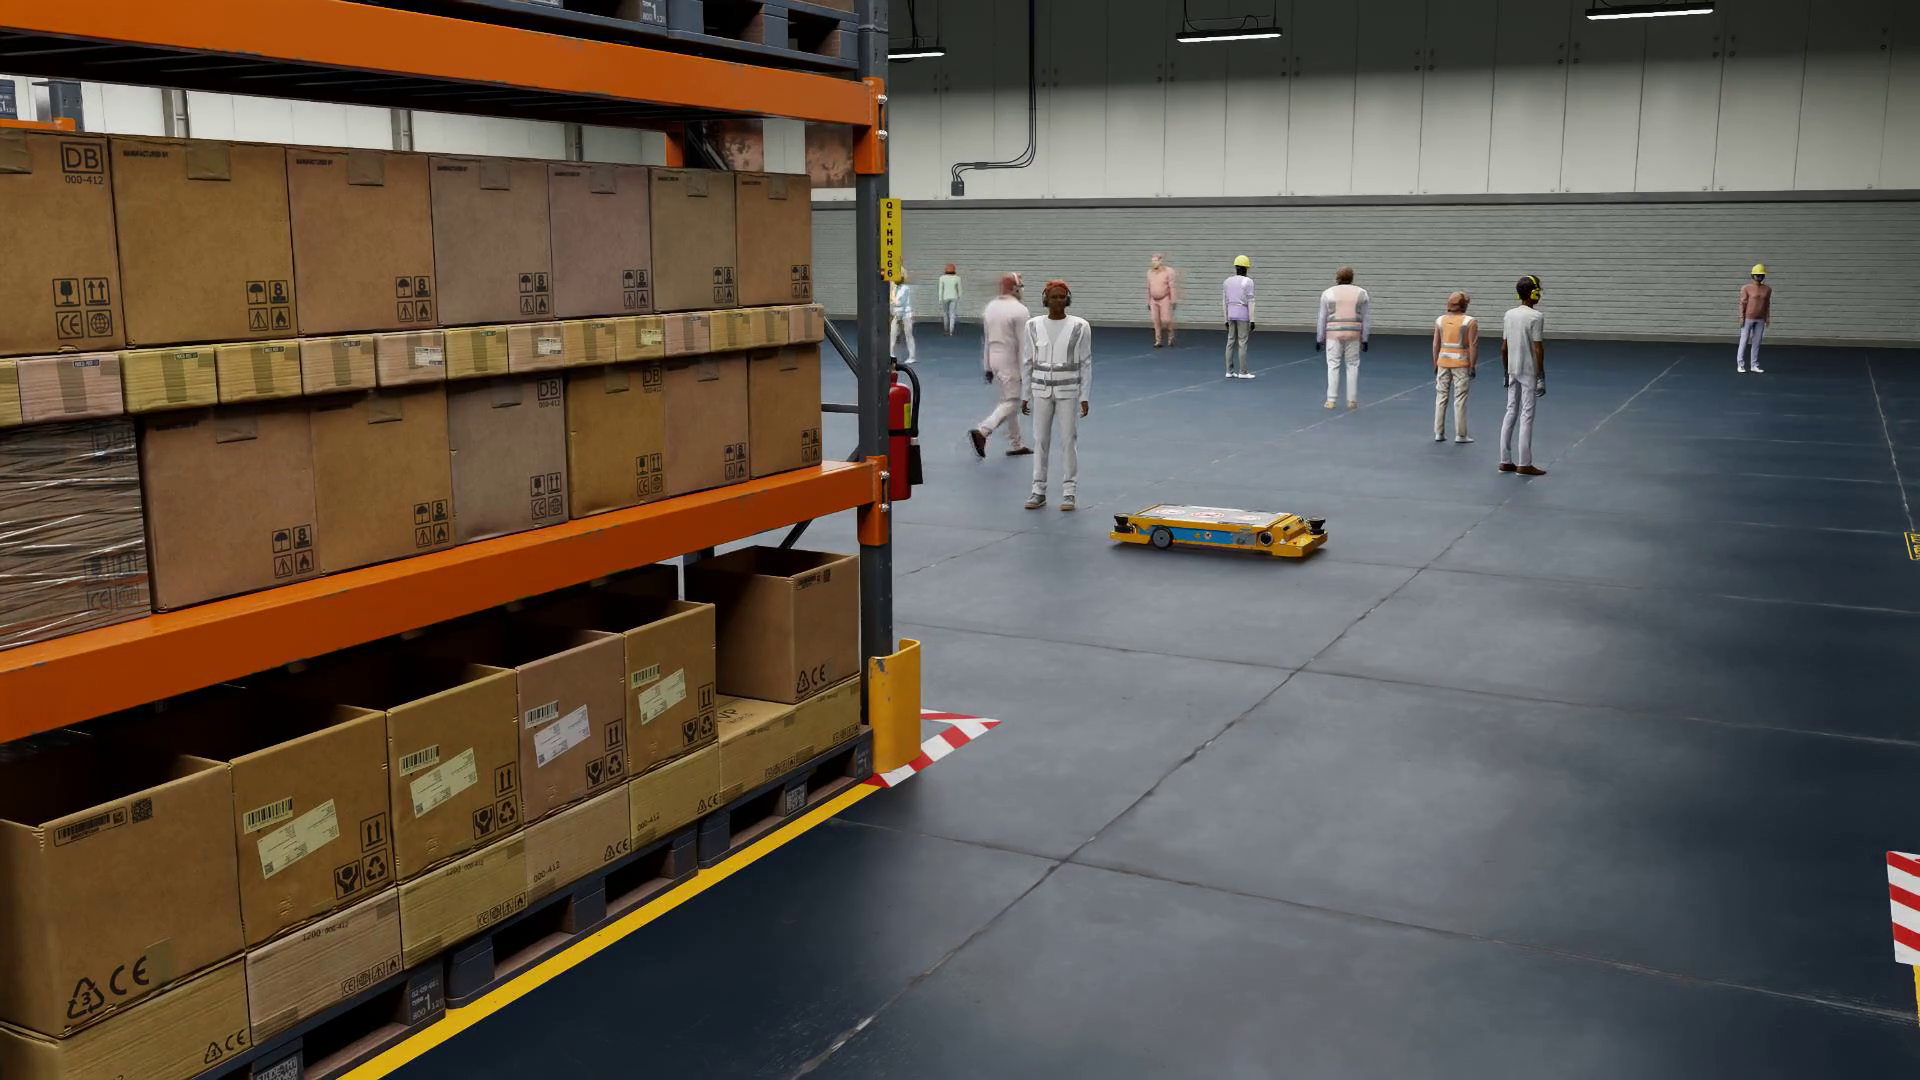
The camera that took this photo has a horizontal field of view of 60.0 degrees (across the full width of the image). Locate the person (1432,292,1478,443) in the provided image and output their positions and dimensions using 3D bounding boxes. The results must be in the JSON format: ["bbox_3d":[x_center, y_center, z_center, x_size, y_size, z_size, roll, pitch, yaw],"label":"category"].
[{"bbox_3d":[5.355,-1.866,18.024,0.315,1.636,0.514,-10,14,-44],"label":"person"}]

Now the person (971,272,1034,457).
[{"bbox_3d":[0.441,-1.756,16.772,0.798,1.882,0.650,-7,12,-33],"label":"person"}]

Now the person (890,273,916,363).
[{"bbox_3d":[-1.099,-3.869,29.047,0.808,1.600,0.514,-8,13,-36],"label":"person"}]

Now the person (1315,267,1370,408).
[{"bbox_3d":[4.974,-2.623,21.653,0.700,1.827,0.474,1,10,6],"label":"person"}]

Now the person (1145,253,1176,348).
[{"bbox_3d":[4.004,-4.776,33.234,0.670,1.878,0.464,8,13,37],"label":"person"}]

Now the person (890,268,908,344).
[{"bbox_3d":[-1.391,-5.028,34.503,0.580,1.909,0.815,-3,11,-18],"label":"person"}]

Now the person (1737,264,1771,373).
[{"bbox_3d":[13.006,-3.616,27.216,0.526,1.768,0.314,-1,10,-7],"label":"person"}]

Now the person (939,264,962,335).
[{"bbox_3d":[-0.216,-5.418,37.514,0.525,1.581,0.861,0,10,-2],"label":"person"}]

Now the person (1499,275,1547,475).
[{"bbox_3d":[5.302,-1.542,15.607,0.328,1.876,0.513,-5,12,-26],"label":"person"}]

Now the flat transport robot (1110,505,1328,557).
[{"bbox_3d":[1.871,-0.084,12.032,1.431,0.197,0.652,5,12,27],"label":"flat transport robot"}]

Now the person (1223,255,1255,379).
[{"bbox_3d":[4.389,-3.494,26.109,0.364,1.927,0.587,-10,14,-42],"label":"person"}]

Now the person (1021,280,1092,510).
[{"bbox_3d":[0.780,-1.182,13.617,0.585,1.881,0.344,3,11,17],"label":"person"}]
